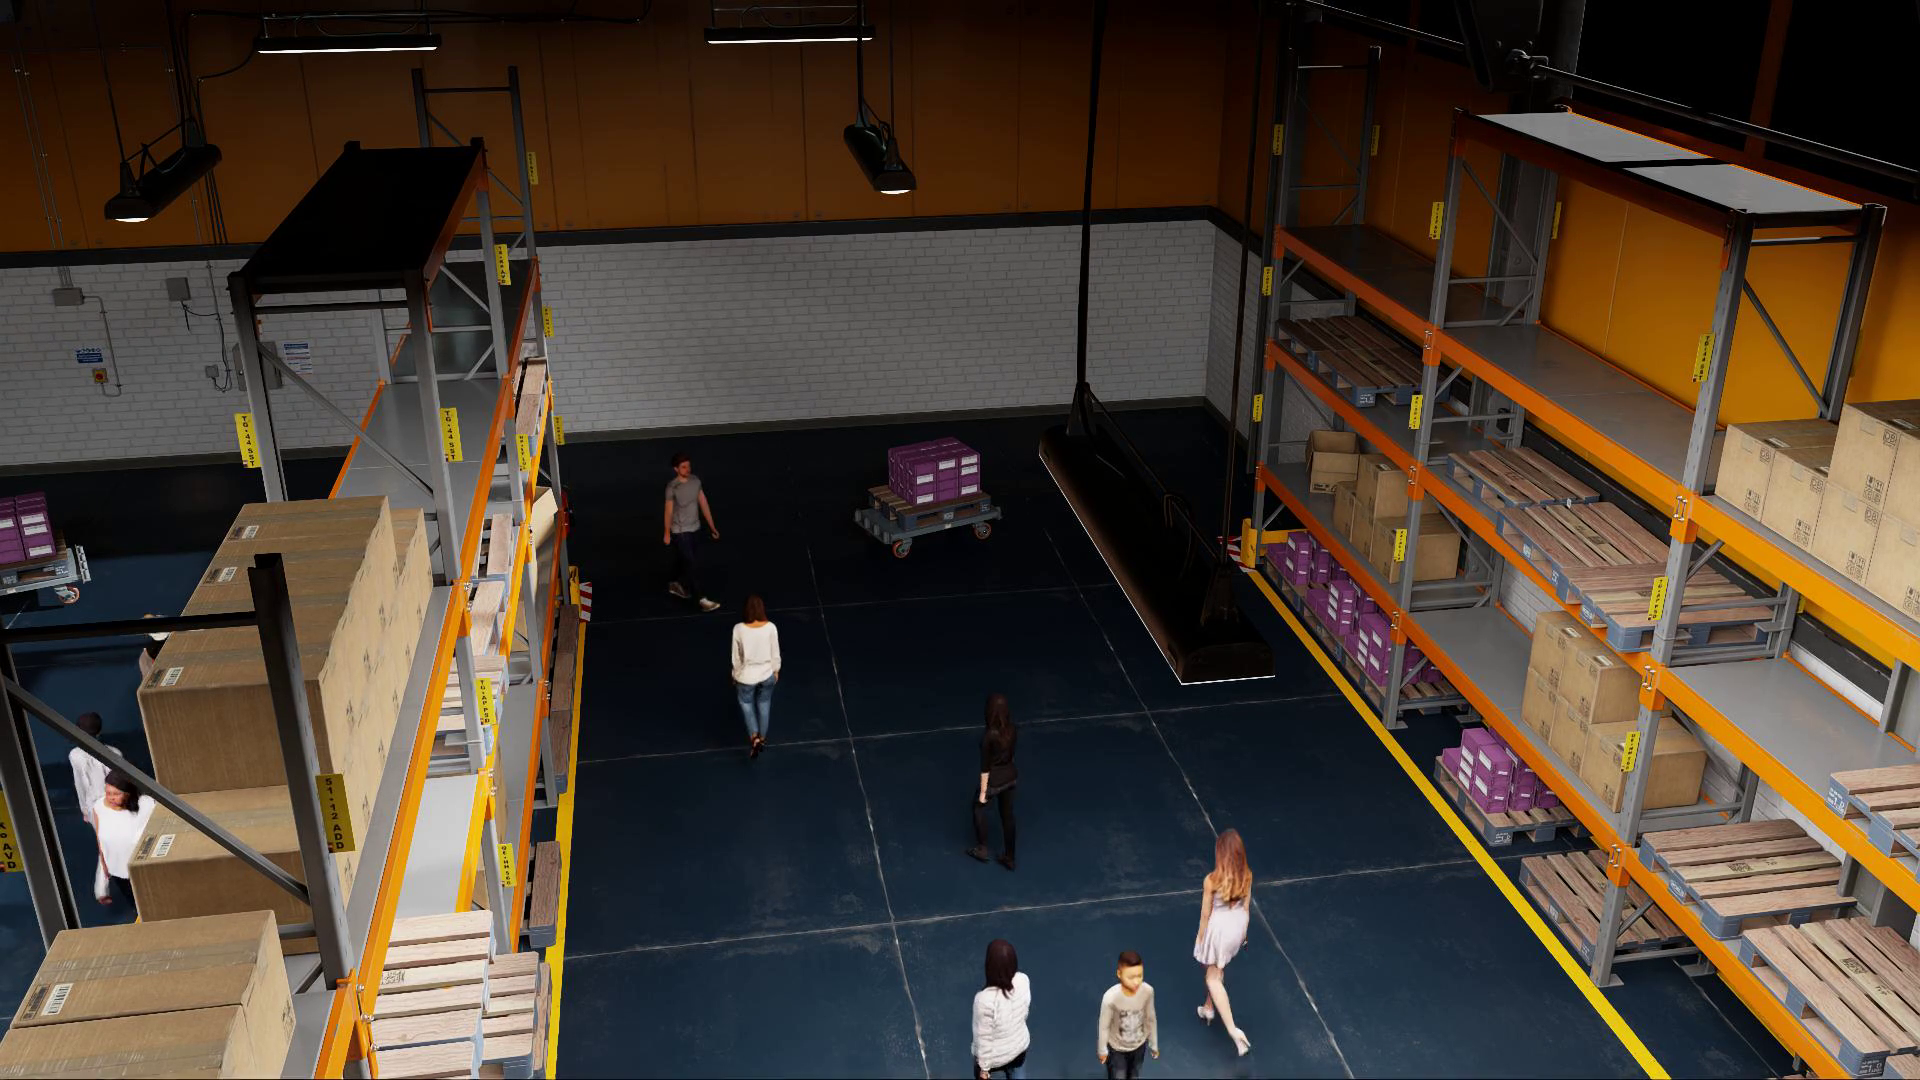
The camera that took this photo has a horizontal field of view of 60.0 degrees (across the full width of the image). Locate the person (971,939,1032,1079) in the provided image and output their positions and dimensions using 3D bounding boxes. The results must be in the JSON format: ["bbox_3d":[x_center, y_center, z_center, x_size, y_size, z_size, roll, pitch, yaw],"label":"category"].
[{"bbox_3d":[0.328,3.382,10.957,0.966,1.599,1.176,-18,29,-35],"label":"person"}]

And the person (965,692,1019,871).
[{"bbox_3d":[0.373,2.064,13.941,0.760,1.624,0.830,-19,30,-36],"label":"person"}]

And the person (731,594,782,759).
[{"bbox_3d":[-1.918,1.310,15.614,0.615,1.666,0.795,-4,24,-9],"label":"person"}]

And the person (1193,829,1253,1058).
[{"bbox_3d":[1.909,2.898,11.879,0.630,1.747,1.047,-7,25,-16],"label":"person"}]

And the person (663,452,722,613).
[{"bbox_3d":[-3.145,-0.128,18.684,1.231,1.840,1.150,16,28,33],"label":"person"}]

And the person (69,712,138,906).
[{"bbox_3d":[-6.891,2.220,13.416,0.670,1.759,0.817,0,24,0],"label":"person"}]

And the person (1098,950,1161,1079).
[{"bbox_3d":[1.088,3.352,11.208,0.616,1.453,0.625,-10,26,-23],"label":"person"}]

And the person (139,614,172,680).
[{"bbox_3d":[-7.060,1.523,14.856,0.812,1.881,0.810,7,24,15],"label":"person"}]

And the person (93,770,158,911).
[{"bbox_3d":[-6.382,2.481,12.935,0.784,1.665,1.070,0,24,1],"label":"person"}]
